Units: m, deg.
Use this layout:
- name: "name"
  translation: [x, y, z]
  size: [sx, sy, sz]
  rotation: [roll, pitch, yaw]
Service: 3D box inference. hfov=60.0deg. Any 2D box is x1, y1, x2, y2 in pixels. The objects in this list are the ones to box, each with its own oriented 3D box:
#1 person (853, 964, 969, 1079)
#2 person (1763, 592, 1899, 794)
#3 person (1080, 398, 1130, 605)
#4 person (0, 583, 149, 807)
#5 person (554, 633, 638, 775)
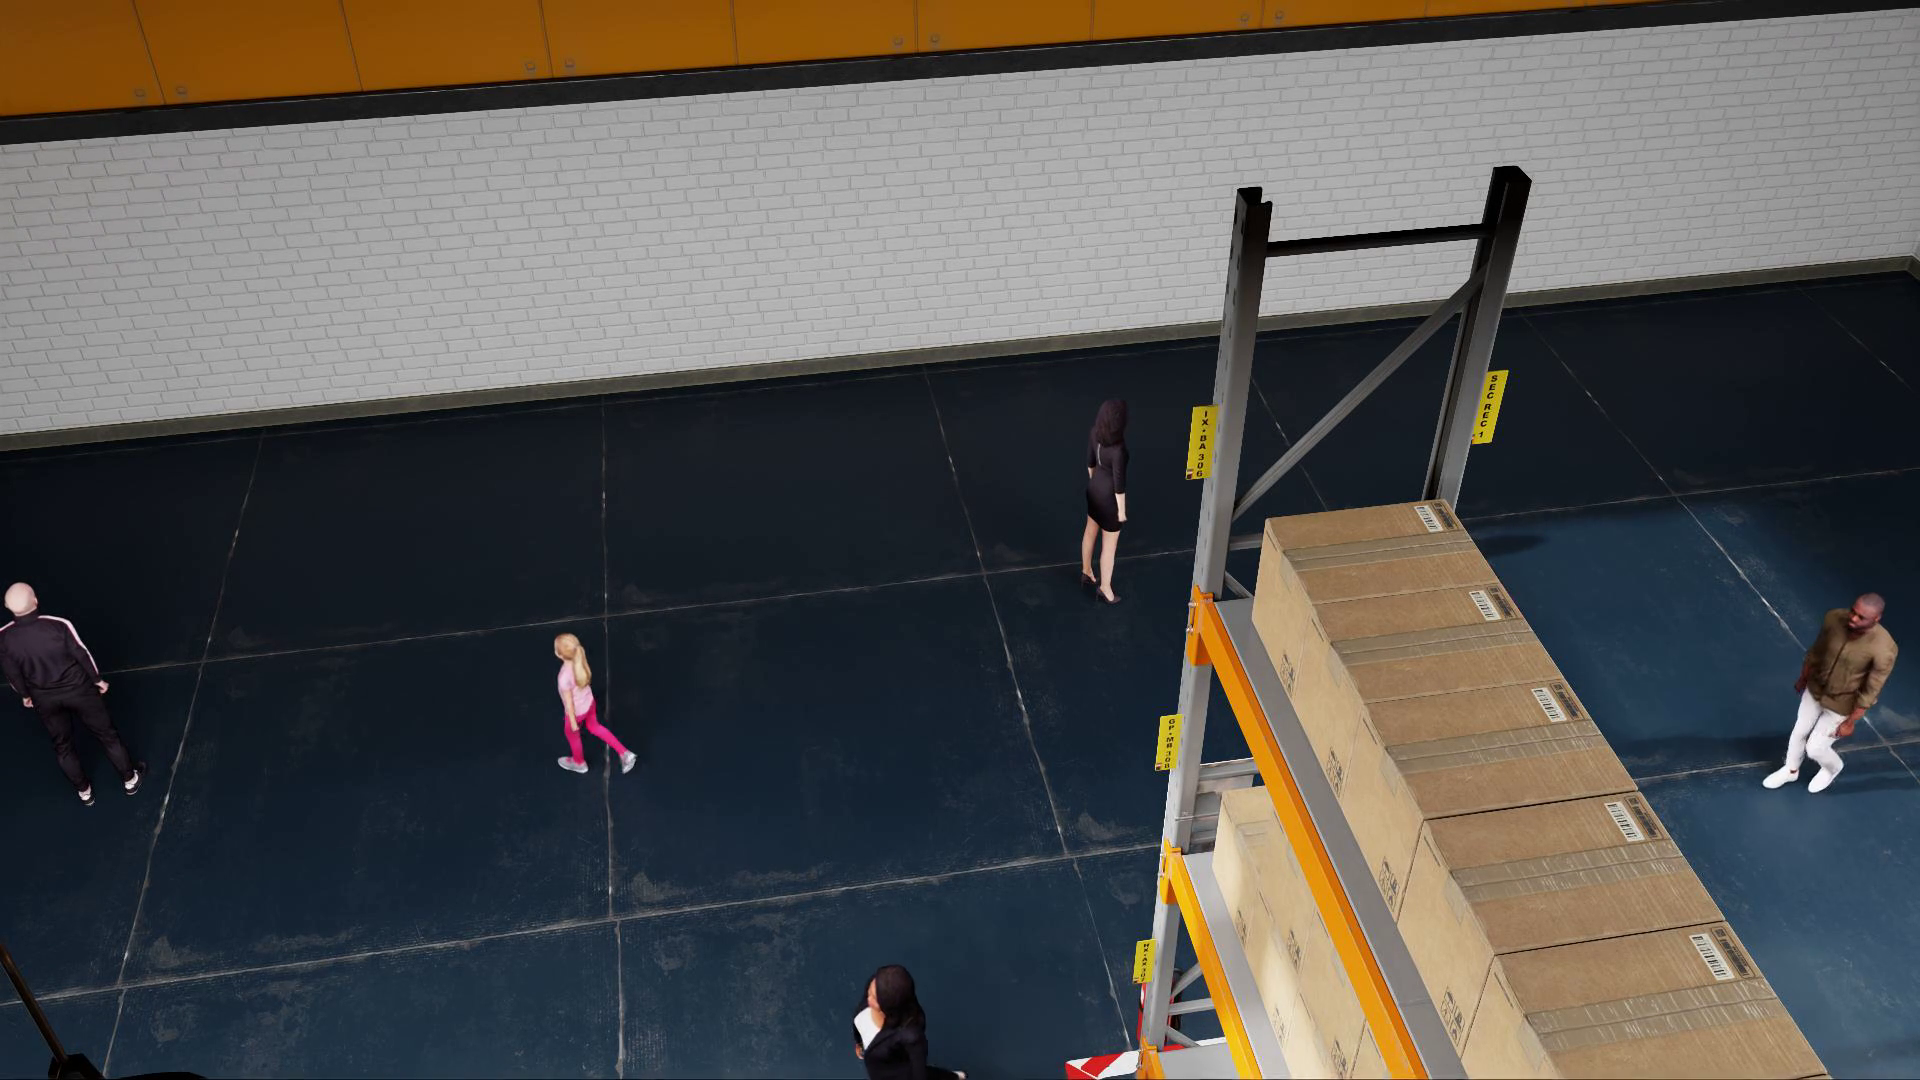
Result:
- name: "person"
  translation: [-0.285, 2.758, 8.973]
  size: [0.890, 1.589, 1.079]
  rotation: [-18, 42, -21]
- name: "person"
  translation: [5.795, 1.036, 10.959]
  size: [0.873, 1.801, 0.746]
  rotation: [-15, 41, -18]
- name: "person"
  translation: [1.098, -0.299, 12.626]
  size: [0.700, 1.807, 0.529]
  rotation: [-18, 42, -21]
- name: "person"
  translation: [-5.898, 1.020, 10.952]
  size: [0.702, 1.836, 0.616]
  rotation: [-11, 40, -14]
- name: "person"
  translation: [-2.522, 1.138, 11.270]
  size: [0.781, 1.254, 0.835]
  rotation: [12, 40, 14]
